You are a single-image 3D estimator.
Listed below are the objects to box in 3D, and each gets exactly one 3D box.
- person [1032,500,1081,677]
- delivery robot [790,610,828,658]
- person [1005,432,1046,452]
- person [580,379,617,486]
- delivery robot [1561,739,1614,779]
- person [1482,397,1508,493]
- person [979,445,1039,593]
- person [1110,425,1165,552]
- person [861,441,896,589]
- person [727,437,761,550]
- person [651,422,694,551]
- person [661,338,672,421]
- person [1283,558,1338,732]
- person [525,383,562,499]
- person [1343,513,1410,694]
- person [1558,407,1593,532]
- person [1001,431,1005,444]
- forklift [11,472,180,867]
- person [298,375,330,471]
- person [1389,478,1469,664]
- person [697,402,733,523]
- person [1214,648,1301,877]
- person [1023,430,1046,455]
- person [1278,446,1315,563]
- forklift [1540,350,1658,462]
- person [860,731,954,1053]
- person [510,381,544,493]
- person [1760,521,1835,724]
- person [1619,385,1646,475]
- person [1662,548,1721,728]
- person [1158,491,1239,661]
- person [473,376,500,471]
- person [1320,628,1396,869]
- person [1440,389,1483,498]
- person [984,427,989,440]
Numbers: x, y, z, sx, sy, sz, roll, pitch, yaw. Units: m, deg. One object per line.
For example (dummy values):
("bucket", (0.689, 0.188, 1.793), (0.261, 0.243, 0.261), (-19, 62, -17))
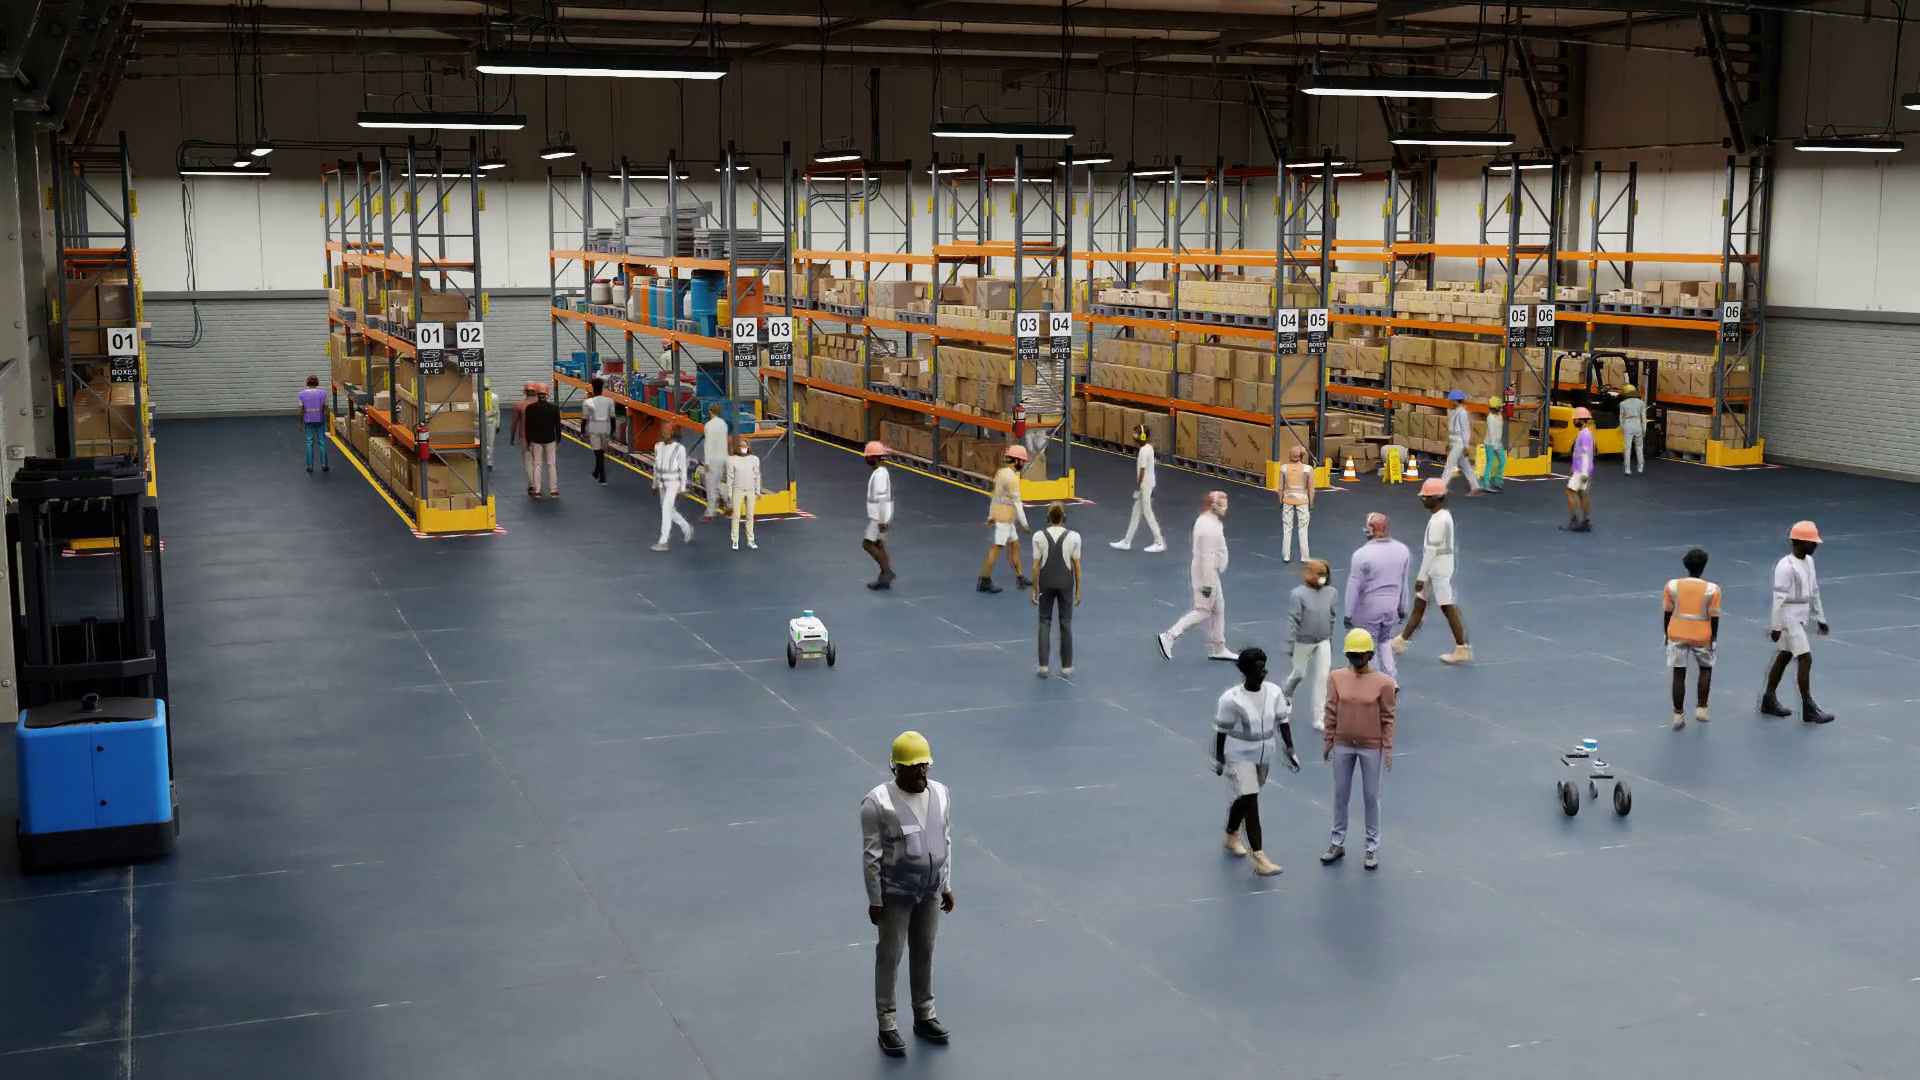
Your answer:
("person", (1.001, 0.502, 21.809), (0.511, 1.846, 0.361), (1, 9, 7))
("delivery robot", (-1.633, 1.004, 22.577), (0.477, 0.478, 0.707), (-2, 9, -11))
("person", (1.239, -2.570, 42.238), (0.944, 1.884, 0.603), (1, 9, 8))
("person", (-6.607, -1.976, 38.095), (0.627, 1.909, 0.987), (-5, 10, -32))
("delivery robot", (5.081, 1.727, 16.891), (0.335, 0.223, 0.698), (0, 8, 0))
("person", (9.397, -1.673, 36.763), (0.485, 1.714, 0.608), (7, 11, 41))
("person", (0.660, -0.273, 26.838), (0.919, 1.874, 0.598), (-2, 9, -10))
("person", (2.590, -0.743, 30.159), (0.808, 1.830, 0.553), (1, 9, 8))
("person", (-1.080, -0.314, 26.966), (0.412, 1.922, 0.574), (-1, 9, -5))
("person", (-3.137, -0.680, 30.394), (0.509, 1.632, 0.268), (-4, 9, -22))
("person", (-4.190, -0.806, 30.478), (0.579, 1.860, 0.863), (7, 11, 39))
("person", (-7.039, -3.892, 50.646), (0.406, 1.986, 0.617), (5, 10, 30))
("person", (3.284, 0.940, 19.701), (0.504, 1.604, 0.761), (-3, 9, -16))
("person", (-7.173, -1.715, 36.095), (0.622, 1.990, 0.396), (0, 9, -2))
("person", (4.054, 0.673, 20.483), (0.679, 1.893, 0.419), (-4, 9, -25))
("person", (9.436, -1.085, 32.149), (0.613, 1.919, 0.561), (3, 9, 16))
("person", (1.065, -2.831, 43.472), (0.652, 2.009, 0.502), (-4, 9, -26))
("forklift", (-6.630, 0.886, 15.957), (1.129, 2.768, 1.873), (-3, 9, -21))
("person", (-12.356, -2.238, 40.083), (0.570, 1.840, 0.372), (-3, 9, -19))
("person", (5.007, 0.333, 22.465), (1.056, 1.984, 0.639), (2, 9, 16))
("person", (-3.856, -1.246, 33.315), (0.461, 1.904, 0.675), (2, 9, 16))
("person", (2.131, 1.582, 15.271), (0.531, 1.643, 0.902), (-5, 10, -29))
("person", (1.500, -2.439, 41.504), (0.646, 1.823, 0.567), (-5, 10, -30))
("person", (4.679, -0.497, 29.167), (0.515, 1.636, 0.315), (4, 9, 23))
("forklift", (12.897, -2.725, 42.309), (2.313, 2.155, 1.214), (-3, 9, -21))
("person", (-0.280, 1.986, 11.953), (0.590, 1.833, 0.404), (-6, 11, -36))
("person", (-7.615, -1.829, 37.020), (0.628, 1.937, 1.018), (-3, 9, -21))
("person", (8.002, 0.772, 19.820), (0.876, 1.904, 0.564), (8, 11, 41))
("person", (12.737, -2.090, 39.629), (0.513, 1.678, 0.752), (2, 9, 12))
("person", (6.860, 0.909, 19.640), (0.543, 1.681, 0.545), (4, 10, 27))
("person", (2.584, 0.388, 22.520), (0.832, 1.871, 0.670), (1, 9, 4))
("person", (-9.142, -2.247, 40.235), (0.606, 1.815, 0.687), (-3, 9, -18))
("person", (2.918, 1.517, 15.332), (0.554, 1.764, 0.341), (4, 10, 27))
("person", (8.568, -1.653, 36.027), (1.022, 1.897, 0.643), (0, 9, 0))
("person", (0.586, -3.098, 45.990), (0.646, 1.791, 0.961), (-2, 9, -15))
